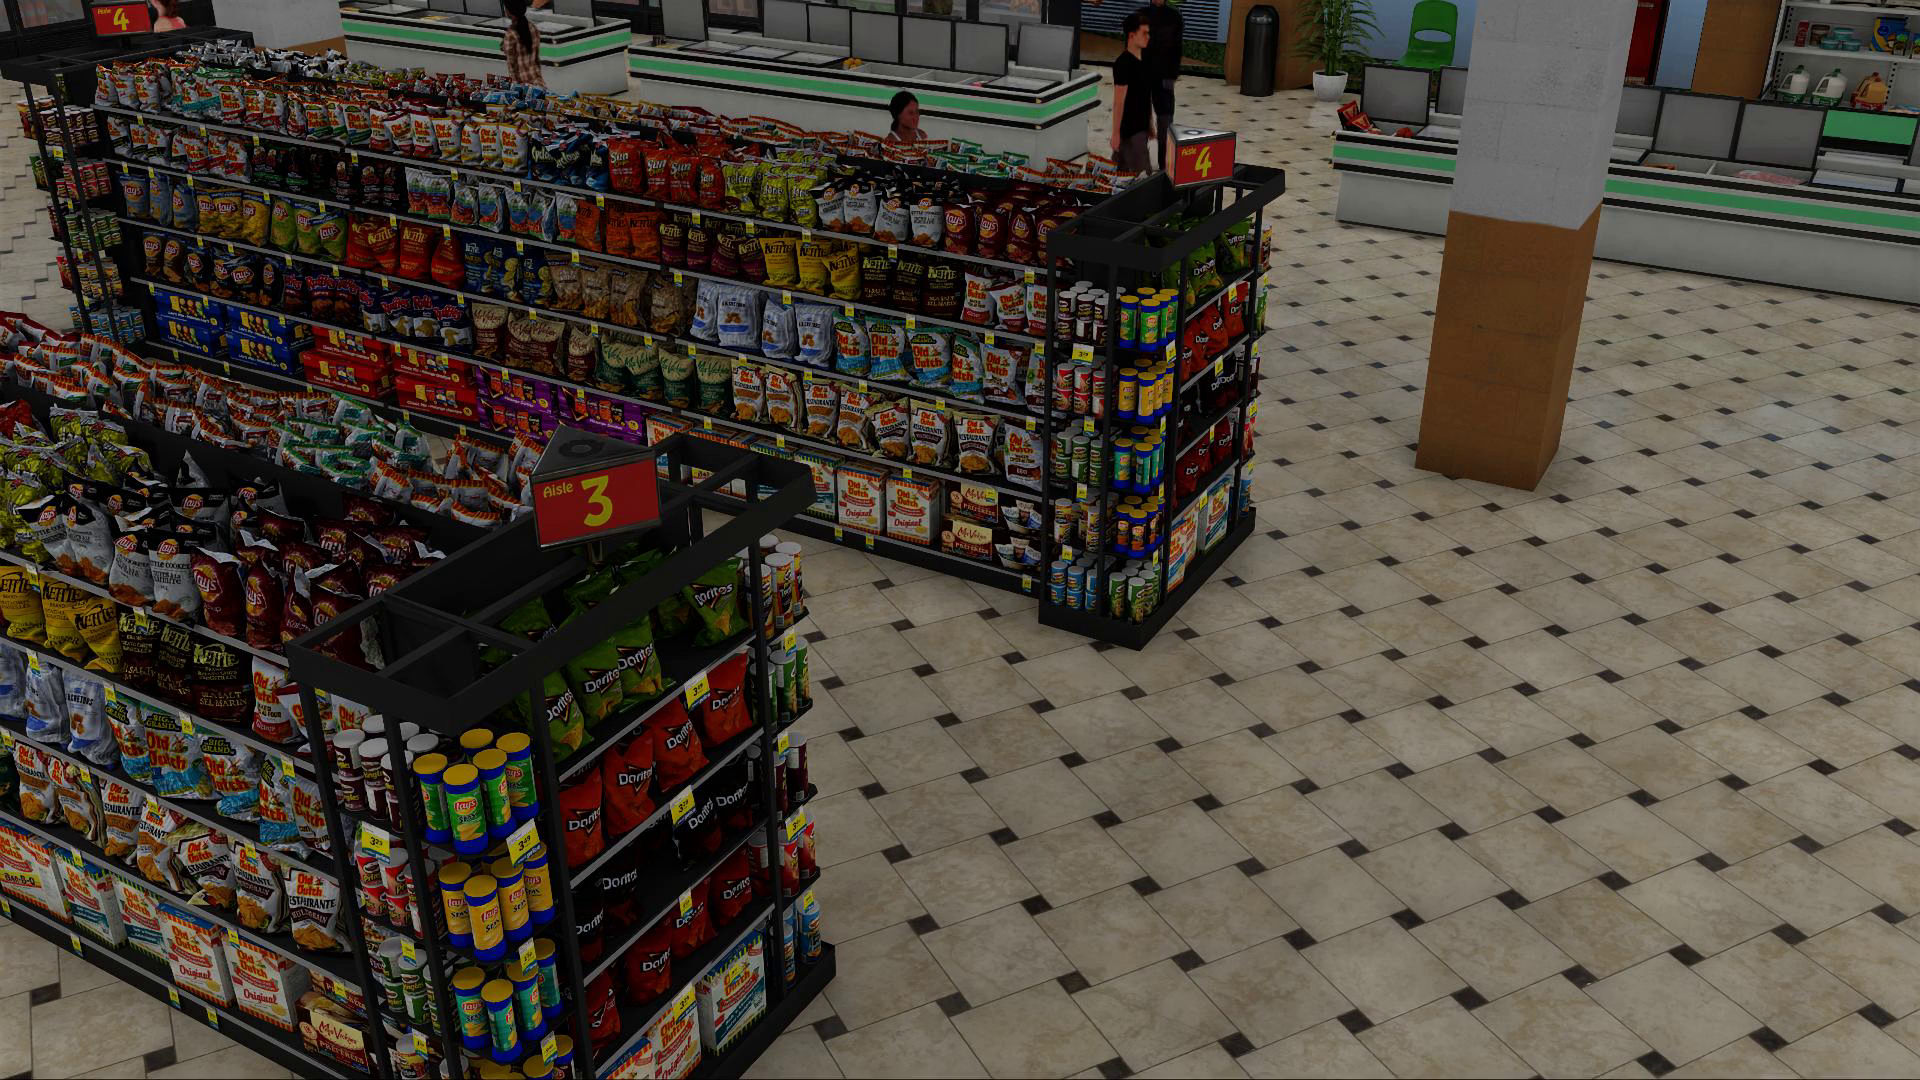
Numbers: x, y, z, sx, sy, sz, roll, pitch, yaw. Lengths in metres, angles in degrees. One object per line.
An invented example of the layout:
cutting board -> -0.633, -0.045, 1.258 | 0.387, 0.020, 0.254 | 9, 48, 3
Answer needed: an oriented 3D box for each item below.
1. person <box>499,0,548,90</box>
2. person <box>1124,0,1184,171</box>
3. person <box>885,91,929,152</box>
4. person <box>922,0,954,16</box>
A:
person -> -3.821, -3.990, 14.999 | 1.093, 1.748, 0.669 | 18, 32, 31
person -> 1.787, -4.371, 15.682 | 1.070, 1.809, 1.089 | -2, 27, -3
person -> -0.406, -2.248, 11.577 | 0.742, 1.737, 1.060 | -23, 35, -37
person -> -0.266, -6.180, 19.618 | 0.644, 1.476, 0.631 | -19, 33, -33
